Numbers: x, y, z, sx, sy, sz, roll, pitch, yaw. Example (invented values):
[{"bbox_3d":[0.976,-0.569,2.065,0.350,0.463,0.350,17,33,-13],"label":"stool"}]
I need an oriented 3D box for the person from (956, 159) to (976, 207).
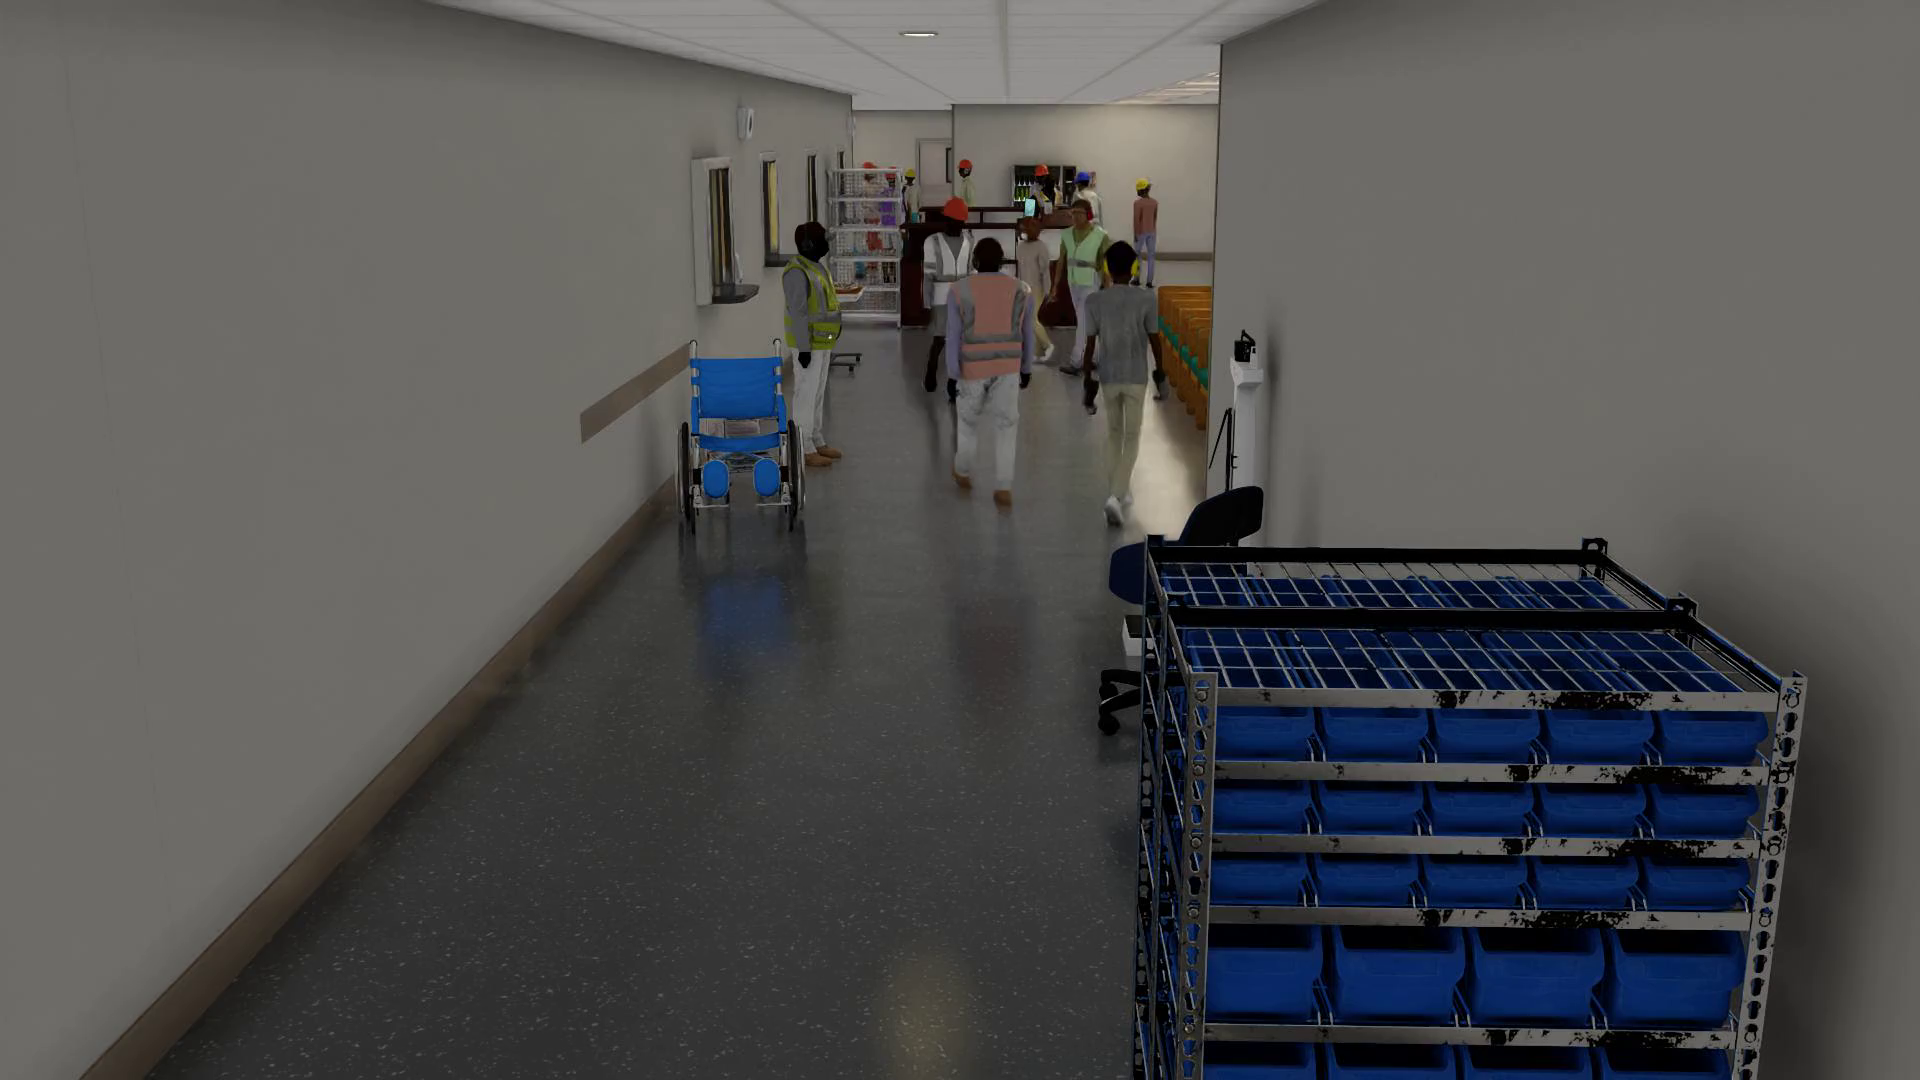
[{"bbox_3d":[0.113,-6.040,30.831,0.378,1.996,0.610,-2,14,-9],"label":"person"}]

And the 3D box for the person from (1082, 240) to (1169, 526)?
[{"bbox_3d":[1.061,-1.028,10.843,0.526,1.831,0.878,6,15,21],"label":"person"}]

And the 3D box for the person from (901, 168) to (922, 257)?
[{"bbox_3d":[-1.014,-6.624,33.681,0.532,1.765,0.328,-7,16,-27],"label":"person"}]

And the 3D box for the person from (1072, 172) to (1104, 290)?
[{"bbox_3d":[2.108,-4.982,26.841,0.923,1.876,0.638,10,17,34],"label":"person"}]

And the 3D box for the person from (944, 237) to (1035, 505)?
[{"bbox_3d":[0.194,-1.191,11.572,0.659,1.793,0.942,-2,14,-10],"label":"person"}]

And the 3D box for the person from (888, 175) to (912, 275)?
[{"bbox_3d":[-1.090,-5.593,29.346,0.506,1.838,0.342,-5,15,-20],"label":"person"}]

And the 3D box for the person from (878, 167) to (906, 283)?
[{"bbox_3d":[-1.078,-5.060,26.968,0.545,1.942,0.351,12,18,41],"label":"person"}]

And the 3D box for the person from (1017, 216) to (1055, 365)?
[{"bbox_3d":[0.783,-2.696,18.022,0.349,1.614,0.544,-9,16,-31],"label":"person"}]

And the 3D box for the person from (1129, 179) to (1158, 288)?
[{"bbox_3d":[2.979,-5.010,27.176,0.520,1.745,0.677,-5,15,-20],"label":"person"}]

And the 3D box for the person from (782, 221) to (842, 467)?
[{"bbox_3d":[-1.114,-1.495,12.705,0.429,1.847,0.626,3,14,10],"label":"person"}]

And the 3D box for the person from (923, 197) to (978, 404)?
[{"bbox_3d":[-0.102,-2.248,15.595,0.572,1.918,0.649,-5,15,-20],"label":"person"}]

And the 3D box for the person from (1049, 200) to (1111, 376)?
[{"bbox_3d":[1.228,-2.626,17.374,0.571,1.806,0.919,13,19,42],"label":"person"}]

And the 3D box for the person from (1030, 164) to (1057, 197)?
[{"bbox_3d":[1.453,-5.709,29.636,0.550,1.928,0.389,9,16,32],"label":"person"}]

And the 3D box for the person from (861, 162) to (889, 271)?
[{"bbox_3d":[-1.549,-5.840,30.072,0.580,1.969,0.665,-8,16,-29],"label":"person"}]

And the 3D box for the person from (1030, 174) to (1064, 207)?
[{"bbox_3d":[1.426,-4.987,26.903,0.623,1.838,0.430,-7,16,-28],"label":"person"}]
